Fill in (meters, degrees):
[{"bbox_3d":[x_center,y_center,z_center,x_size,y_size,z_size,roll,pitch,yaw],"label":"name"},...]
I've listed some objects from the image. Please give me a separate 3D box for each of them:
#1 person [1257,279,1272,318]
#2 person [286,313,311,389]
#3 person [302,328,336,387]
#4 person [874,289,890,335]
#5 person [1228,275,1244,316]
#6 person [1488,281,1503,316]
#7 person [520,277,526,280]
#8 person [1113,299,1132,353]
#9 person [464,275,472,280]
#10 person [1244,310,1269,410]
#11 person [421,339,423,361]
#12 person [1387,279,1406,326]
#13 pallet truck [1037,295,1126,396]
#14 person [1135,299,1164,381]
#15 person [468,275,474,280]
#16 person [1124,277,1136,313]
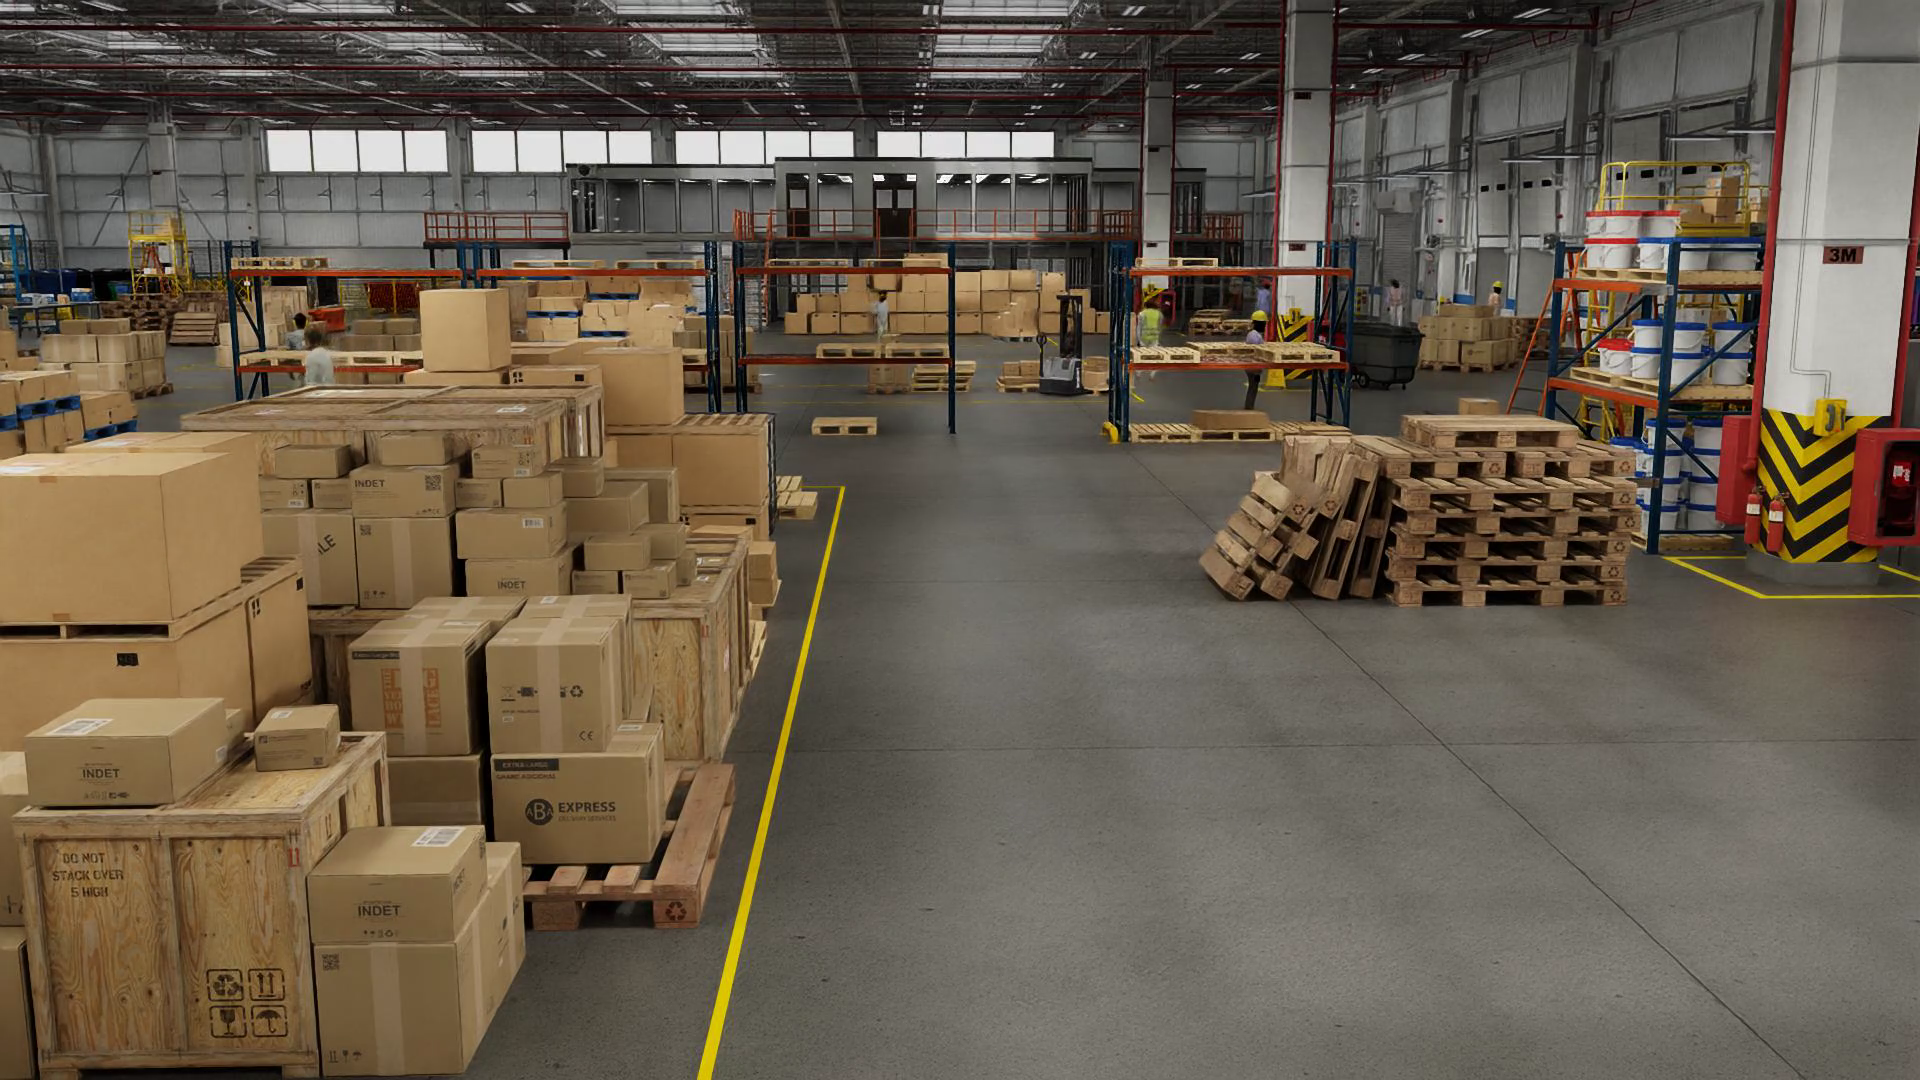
[{"bbox_3d":[9.351,-7.079,51.168,0.954,1.904,0.558,-9,13,-40],"label":"person"},{"bbox_3d":[-10.917,-2.841,27.673,0.510,1.859,0.331,-3,11,-18],"label":"person"},{"bbox_3d":[-8.536,-1.903,22.363,1.007,1.897,0.637,-1,10,-6],"label":"person"},{"bbox_3d":[-1.986,-5.425,42.087,0.496,1.853,0.562,9,13,41],"label":"person"},{"bbox_3d":[11.277,-10.116,67.889,0.625,1.975,0.741,-4,11,-23],"label":"person"},{"bbox_3d":[15.033,-6.298,46.744,0.382,1.919,0.584,0,10,1],"label":"person"},{"bbox_3d":[-15.784,-8.635,60.190,0.330,1.768,0.526,-6,12,-28],"label":"person"},{"bbox_3d":[3.385,-4.142,34.679,0.358,1.938,0.636,8,13,37],"label":"person"},{"bbox_3d":[-15.765,-7.546,53.595,0.632,1.953,0.626,9,14,41],"label":"person"},{"bbox_3d":[4.838,-2.785,27.189,0.389,1.919,0.587,1,10,7],"label":"person"},{"bbox_3d":[-8.313,-2.644,26.523,0.650,1.876,0.354,2,10,12],"label":"person"},{"bbox_3d":[14.648,-7.867,55.846,0.637,1.808,0.853,2,10,9],"label":"person"},{"bbox_3d":[2.483,-3.881,33.060,1.885,1.965,0.823,-7,13,-36],"label":"pallet truck"},{"bbox_3d":[4.136,-4.376,36.424,0.644,1.778,0.987,-3,10,-14],"label":"person"},{"bbox_3d":[-20.328,-10.216,68.775,0.507,1.847,0.351,-1,10,-8],"label":"person"},{"bbox_3d":[7.075,-10.328,69.382,0.583,1.864,0.714,-2,10,-10],"label":"person"}]
